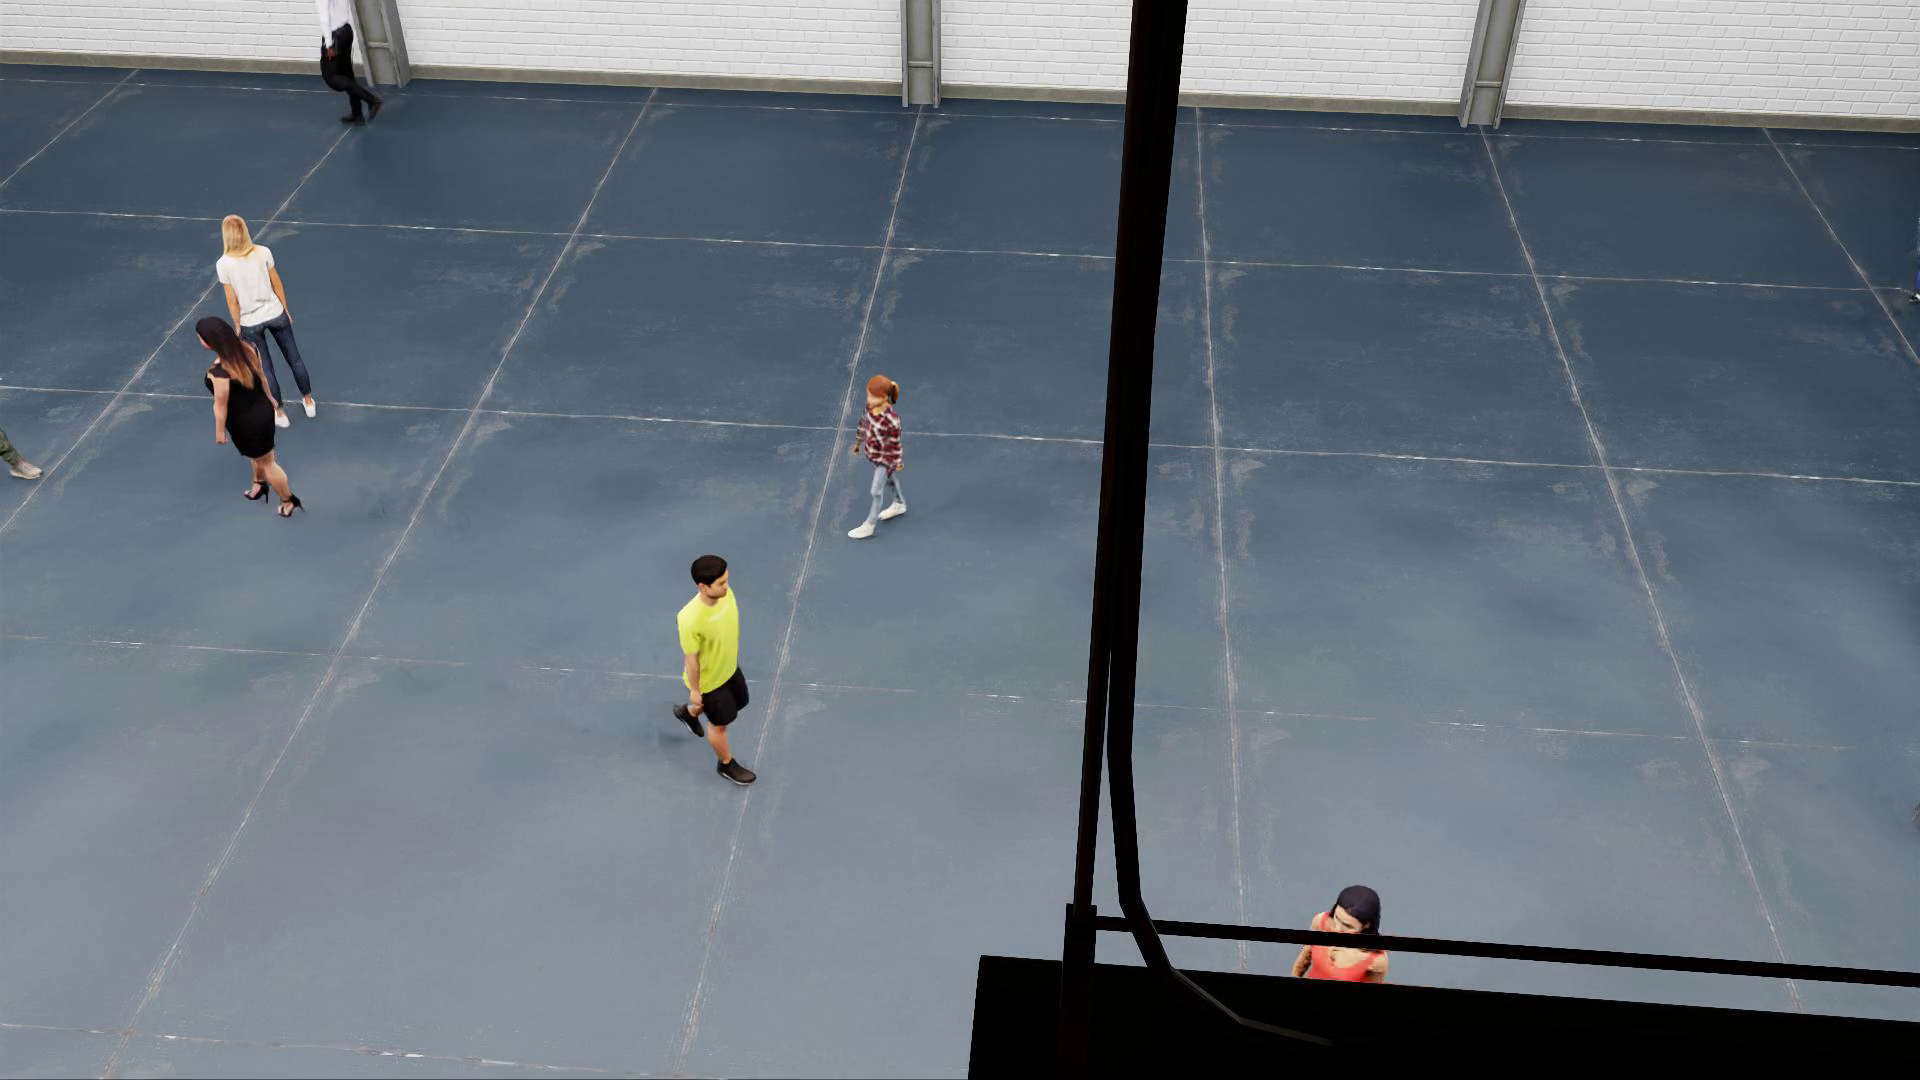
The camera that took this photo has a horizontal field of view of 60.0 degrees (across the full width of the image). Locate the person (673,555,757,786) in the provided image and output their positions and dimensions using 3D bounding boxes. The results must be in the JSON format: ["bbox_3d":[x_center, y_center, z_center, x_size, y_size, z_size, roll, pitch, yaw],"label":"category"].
[{"bbox_3d":[-1.545,0.747,9.929,0.985,1.690,0.824,18,42,21],"label":"person"}]

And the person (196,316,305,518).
[{"bbox_3d":[-5.011,-0.849,11.922,0.751,1.698,0.700,6,39,7],"label":"person"}]

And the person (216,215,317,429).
[{"bbox_3d":[-5.394,-1.692,12.889,0.654,1.809,0.725,-26,45,-28],"label":"person"}]

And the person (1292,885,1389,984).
[{"bbox_3d":[1.847,2.237,8.061,1.113,1.694,1.069,-29,47,-31],"label":"person"}]

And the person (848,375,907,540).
[{"bbox_3d":[-0.502,-0.656,12.013,0.889,1.283,0.797,-21,43,-24],"label":"person"}]

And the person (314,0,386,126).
[{"bbox_3d":[-6.347,-5.143,17.197,0.809,1.824,0.674,5,39,6],"label":"person"}]
